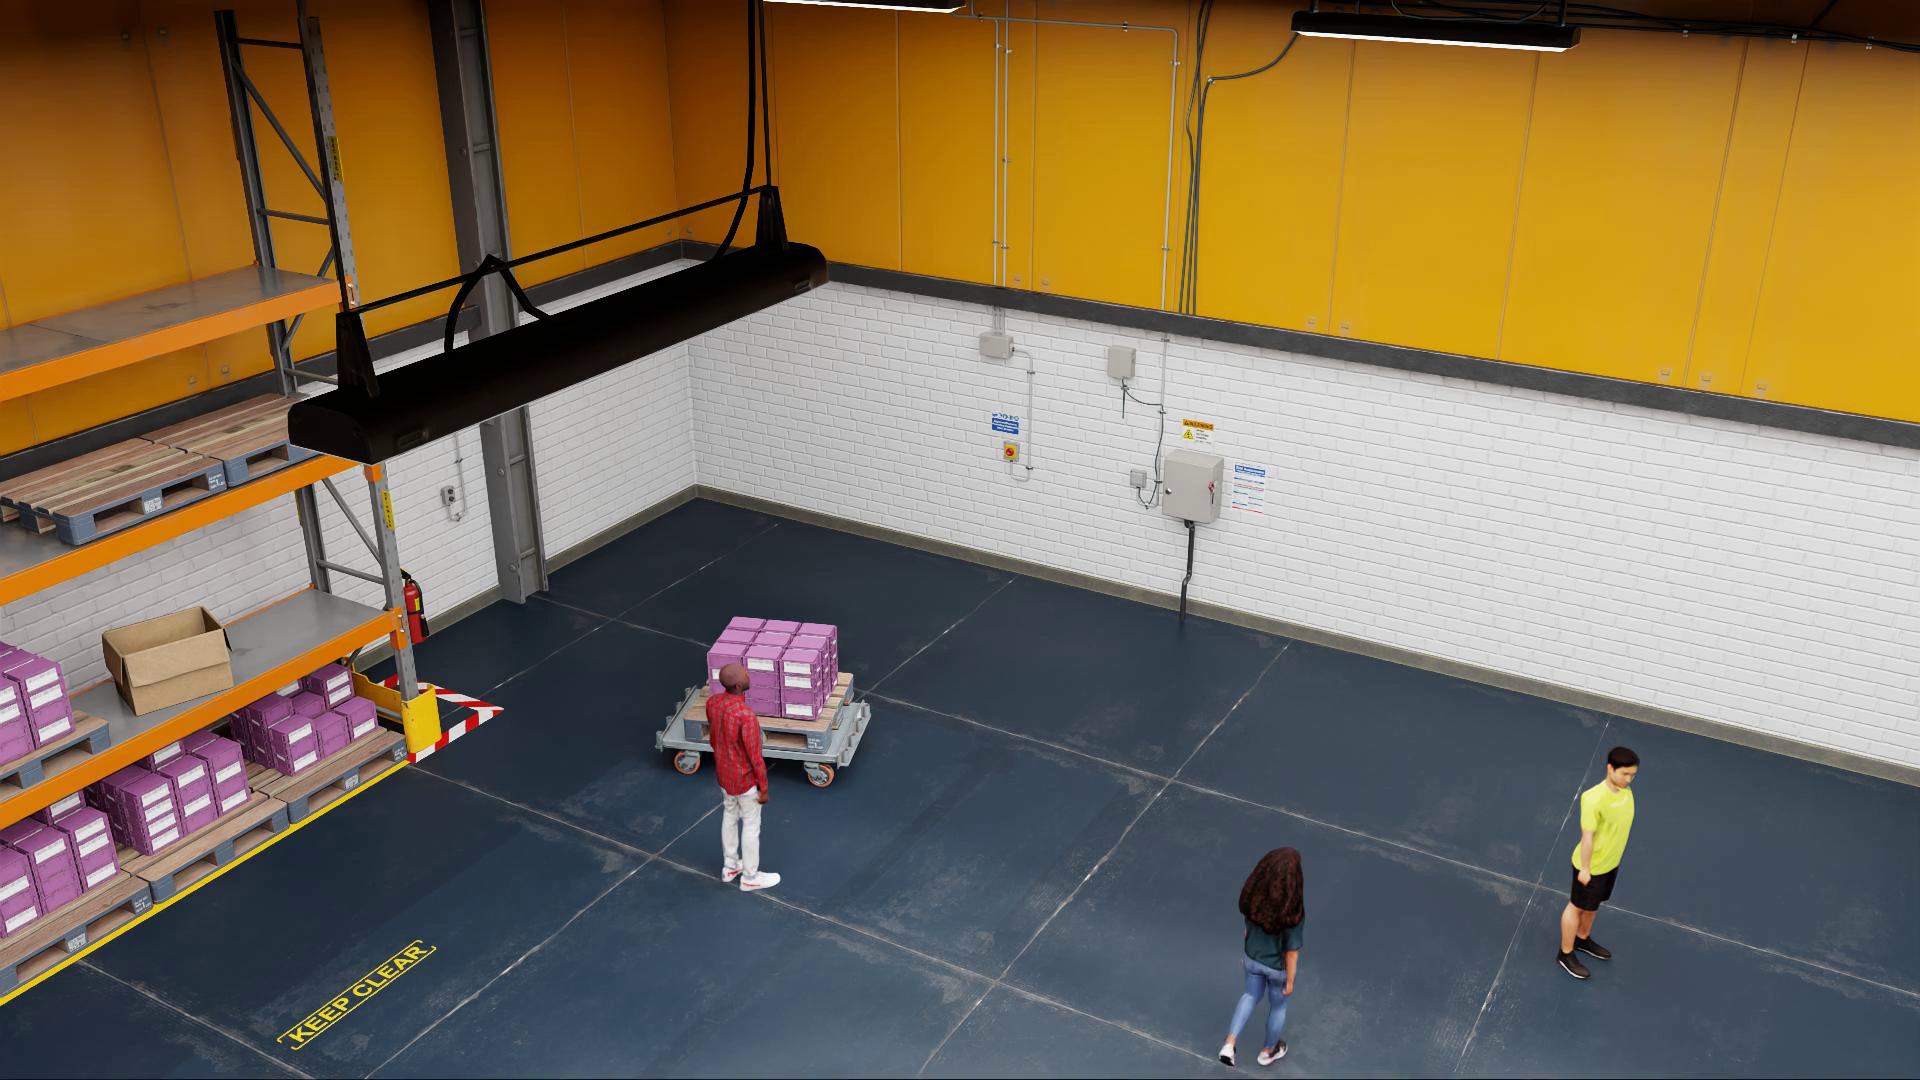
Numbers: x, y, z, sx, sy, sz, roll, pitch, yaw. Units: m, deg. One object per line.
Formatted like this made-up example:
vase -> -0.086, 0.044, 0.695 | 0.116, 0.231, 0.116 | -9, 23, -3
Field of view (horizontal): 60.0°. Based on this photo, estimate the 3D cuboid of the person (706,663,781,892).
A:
person -> -1.616, 1.706, 12.142 | 0.656, 1.819, 0.725 | -22, 32, -40

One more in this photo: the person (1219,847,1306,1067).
person -> 1.868, 2.634, 10.288 | 0.682, 1.603, 0.878 | 20, 30, 38

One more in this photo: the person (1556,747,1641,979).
person -> 4.322, 2.140, 11.290 | 0.599, 1.706, 0.750 | -18, 30, -36
